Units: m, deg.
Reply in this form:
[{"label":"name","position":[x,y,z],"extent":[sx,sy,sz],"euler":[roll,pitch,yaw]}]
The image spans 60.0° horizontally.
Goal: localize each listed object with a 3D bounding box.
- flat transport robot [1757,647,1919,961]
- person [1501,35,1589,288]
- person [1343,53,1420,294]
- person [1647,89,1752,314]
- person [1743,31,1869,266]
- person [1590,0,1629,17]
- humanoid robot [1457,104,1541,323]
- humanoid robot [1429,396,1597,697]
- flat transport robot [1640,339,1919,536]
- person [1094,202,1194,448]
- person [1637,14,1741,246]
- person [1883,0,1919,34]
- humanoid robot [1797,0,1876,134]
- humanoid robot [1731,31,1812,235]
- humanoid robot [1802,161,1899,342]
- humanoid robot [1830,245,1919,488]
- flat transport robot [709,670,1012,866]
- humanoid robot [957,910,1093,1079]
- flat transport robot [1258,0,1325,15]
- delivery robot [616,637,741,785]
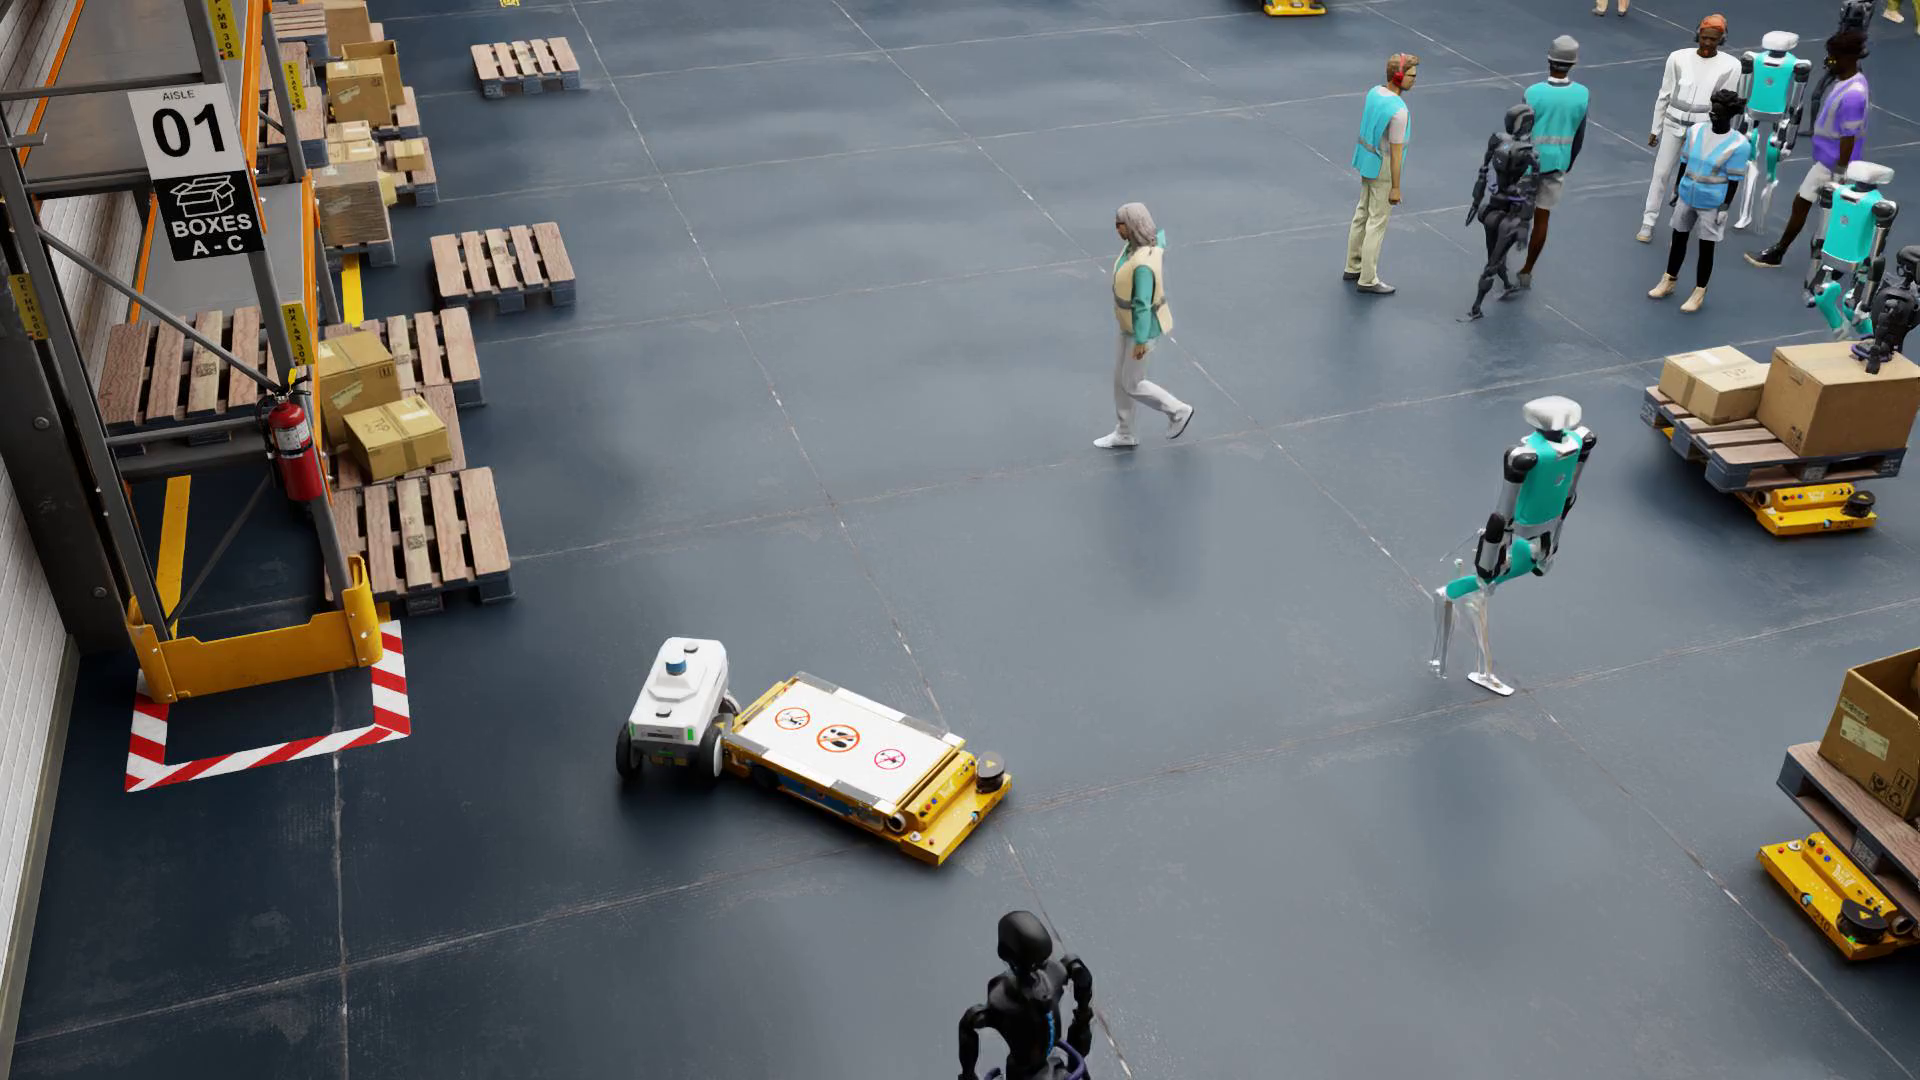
[{"label":"flat transport robot","position":[4.471,1.497,7.562],"extent":[1.431,0.231,0.659],"euler":[-8,34,-12]},{"label":"person","position":[4.501,-2.974,12.914],"extent":[0.576,1.914,0.802],"euler":[3,33,5]},{"label":"person","position":[3.196,-2.792,12.700],"extent":[0.373,1.840,0.568],"euler":[-6,34,-10]},{"label":"person","position":[5.558,-2.543,12.458],"extent":[0.316,1.692,0.532],"euler":[-19,38,-27]},{"label":"person","position":[6.868,-2.996,12.971],"extent":[0.905,1.927,0.645],"euler":[14,36,20]},{"label":"person","position":[7.623,-6.887,19.137],"extent":[0.477,1.671,0.384],"euler":[2,33,3]},{"label":"humanoid robot","position":[4.086,-2.451,12.381],"extent":[0.752,1.633,0.602],"euler":[-16,37,-23]},{"label":"humanoid robot","position":[2.716,0.001,8.558],"extent":[0.544,1.823,0.743],"euler":[-17,37,-24]},{"label":"flat transport robot","position":[5.121,-0.498,10.623],"extent":[0.659,0.231,1.431],"euler":[-5,33,-8]},{"label":"person","position":[1.199,-1.342,10.624],"extent":[0.561,1.685,0.486],"euler":[-3,33,-5]},{"label":"person","position":[5.888,-3.305,13.456],"extent":[0.574,1.880,0.353],"euler":[18,37,25]},{"label":"person","position":[10.928,-6.644,18.663],"extent":[0.528,1.784,0.955],"euler":[-11,35,-16]},{"label":"humanoid robot","position":[8.198,-4.501,15.482],"extent":[0.447,1.647,0.608],"euler":[3,33,4]},{"label":"humanoid robot","position":[6.611,-3.284,13.650],"extent":[0.537,1.871,0.778],"euler":[24,40,32]},{"label":"humanoid robot","position":[5.992,-1.686,11.119],"extent":[0.709,1.791,0.555],"euler":[-15,36,-21]},{"label":"humanoid robot","position":[5.561,-1.015,10.112],"extent":[0.315,1.657,0.599],"euler":[27,42,35]},{"label":"flat transport robot","position":[-0.523,1.086,8.192],"extent":[1.431,0.231,0.659],"euler":[19,38,27]},{"label":"humanoid robot","position":[0.234,1.900,5.655],"extent":[0.585,1.641,0.379],"euler":[-21,38,-28]},{"label":"flat transport robot","position":[3.863,-6.566,19.929],"extent":[0.659,0.231,1.431],"euler":[-3,33,-5]},{"label":"delivery robot","position":[-1.403,0.840,8.309],"extent":[0.500,0.596,0.767],"euler":[4,33,6]}]
